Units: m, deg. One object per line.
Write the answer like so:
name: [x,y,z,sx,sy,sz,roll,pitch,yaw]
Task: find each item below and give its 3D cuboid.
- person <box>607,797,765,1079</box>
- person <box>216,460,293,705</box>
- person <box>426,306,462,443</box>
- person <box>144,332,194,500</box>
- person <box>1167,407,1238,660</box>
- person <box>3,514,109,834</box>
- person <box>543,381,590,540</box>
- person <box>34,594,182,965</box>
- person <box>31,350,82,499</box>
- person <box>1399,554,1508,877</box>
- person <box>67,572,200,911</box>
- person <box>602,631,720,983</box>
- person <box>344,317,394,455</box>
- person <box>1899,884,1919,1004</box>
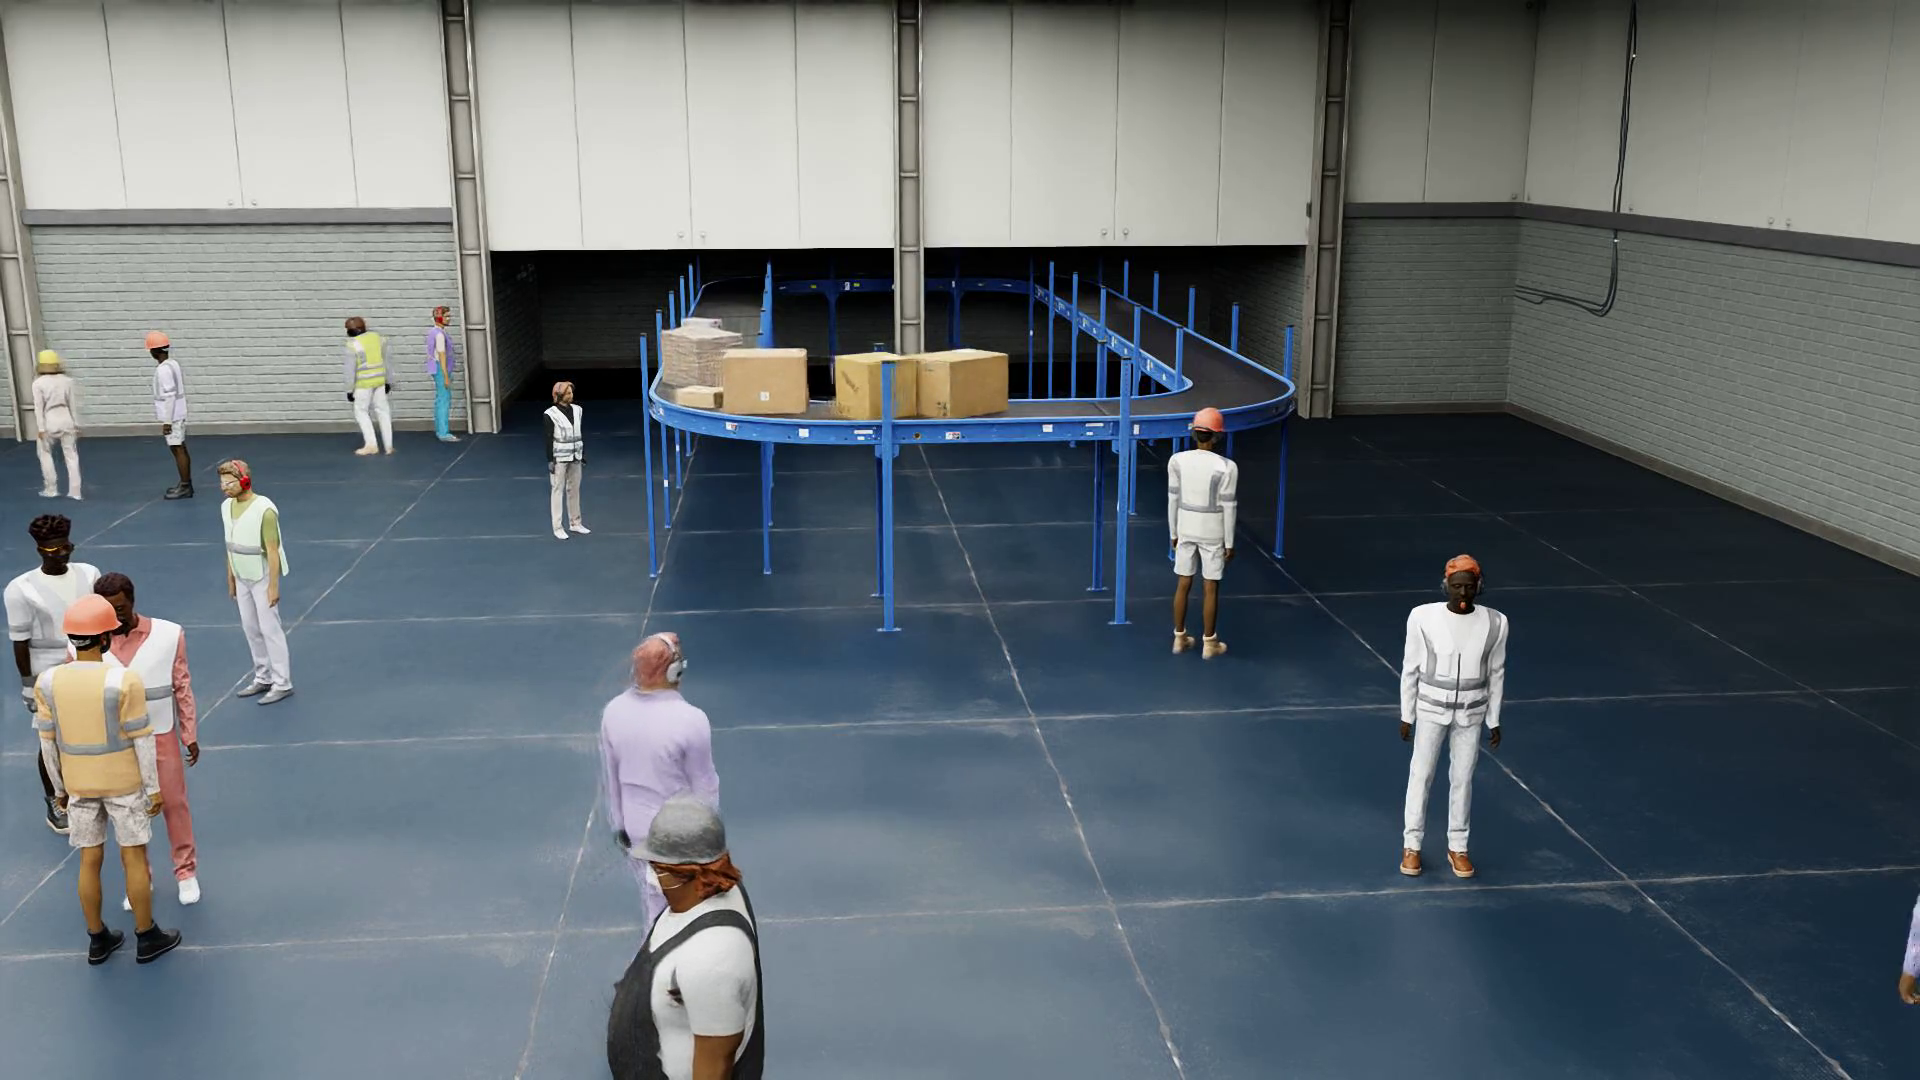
person: [-0.945,1.847,5.763,0.536,2.000,0.672,-2,14,-6]
person: [-5.243,0.296,12.397,0.580,1.830,0.401,9,17,32]
person: [-7.029,-2.246,22.535,0.373,1.843,0.572,-6,15,-24]
person: [-9.076,-1.425,19.081,0.384,1.930,0.547,-4,15,-15]
person: [1.952,-0.054,13.396,0.605,2.038,0.398,10,17,34]
person: [-5.446,0.790,10.144,0.367,1.964,0.609,7,16,27]
person: [-4.100,-0.838,17.327,0.306,1.637,0.524,9,17,33]
person: [-4.346,1.220,8.484,0.551,1.935,0.375,0,14,0]
person: [-10.417,-1.325,19.101,0.666,1.720,0.503,9,17,31]
person: [2.791,1.002,9.467,0.573,1.883,0.353,2,14,7]
person: [-4.496,1.082,9.101,0.604,1.906,0.405,-5,15,-20]
person: [-1.437,1.375,7.952,0.663,1.889,0.616,10,17,34]
person: [-7.699,-2.012,21.707,0.523,1.803,0.664,8,16,29]
person: [3.942,1.702,6.382,0.663,2.017,0.652,-9,17,-32]
